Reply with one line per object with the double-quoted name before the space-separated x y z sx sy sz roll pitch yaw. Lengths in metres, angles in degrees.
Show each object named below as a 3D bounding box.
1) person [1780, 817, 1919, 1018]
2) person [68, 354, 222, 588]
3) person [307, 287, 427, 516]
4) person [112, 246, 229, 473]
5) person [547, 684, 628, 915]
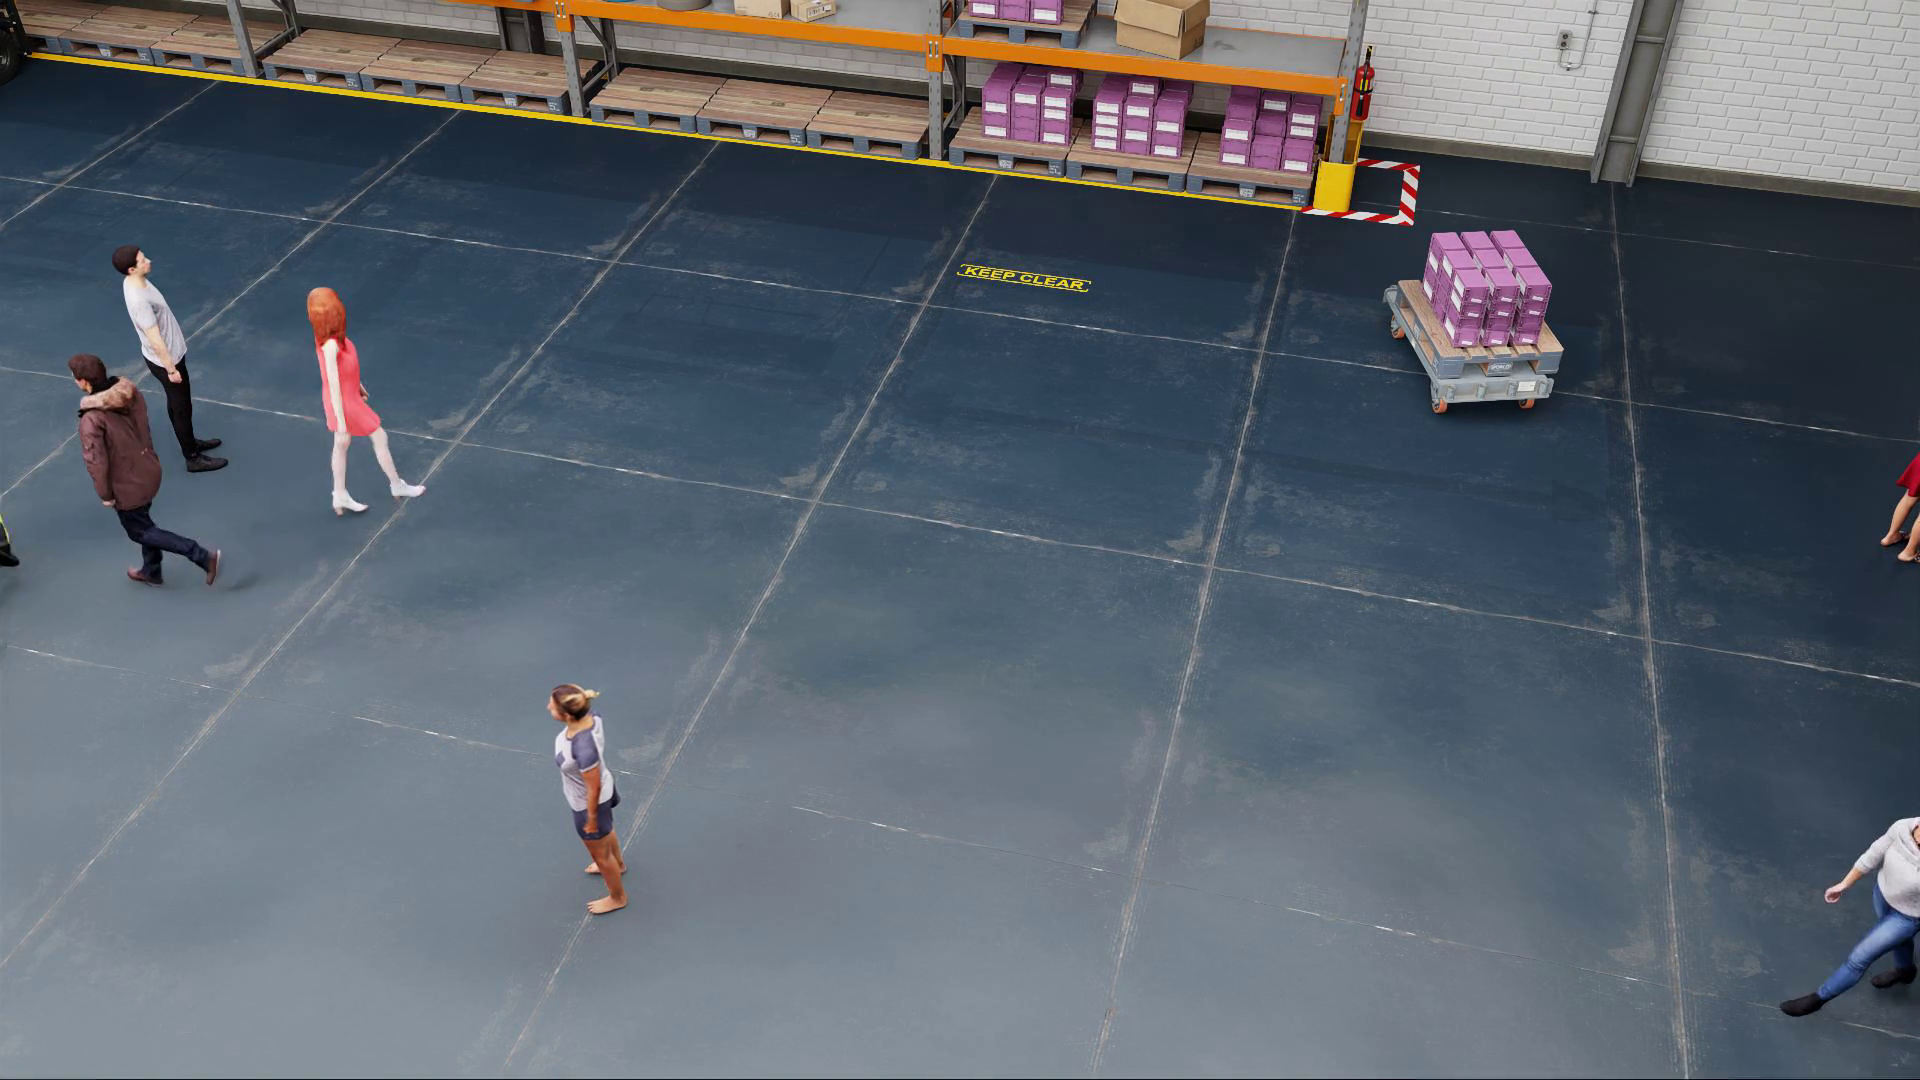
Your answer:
"person" 4.910 1.886 8.573 1.174 1.578 0.931 -6 39 -7
"person" -5.534 -0.416 11.267 1.052 1.813 0.850 4 39 5
"person" -4.509 -0.932 11.932 1.002 1.790 0.916 -15 41 -18
"person" -5.943 -1.362 12.411 0.788 1.864 0.733 -19 42 -22
"person" -2.026 1.402 9.142 0.641 1.624 0.649 -6 39 -7
